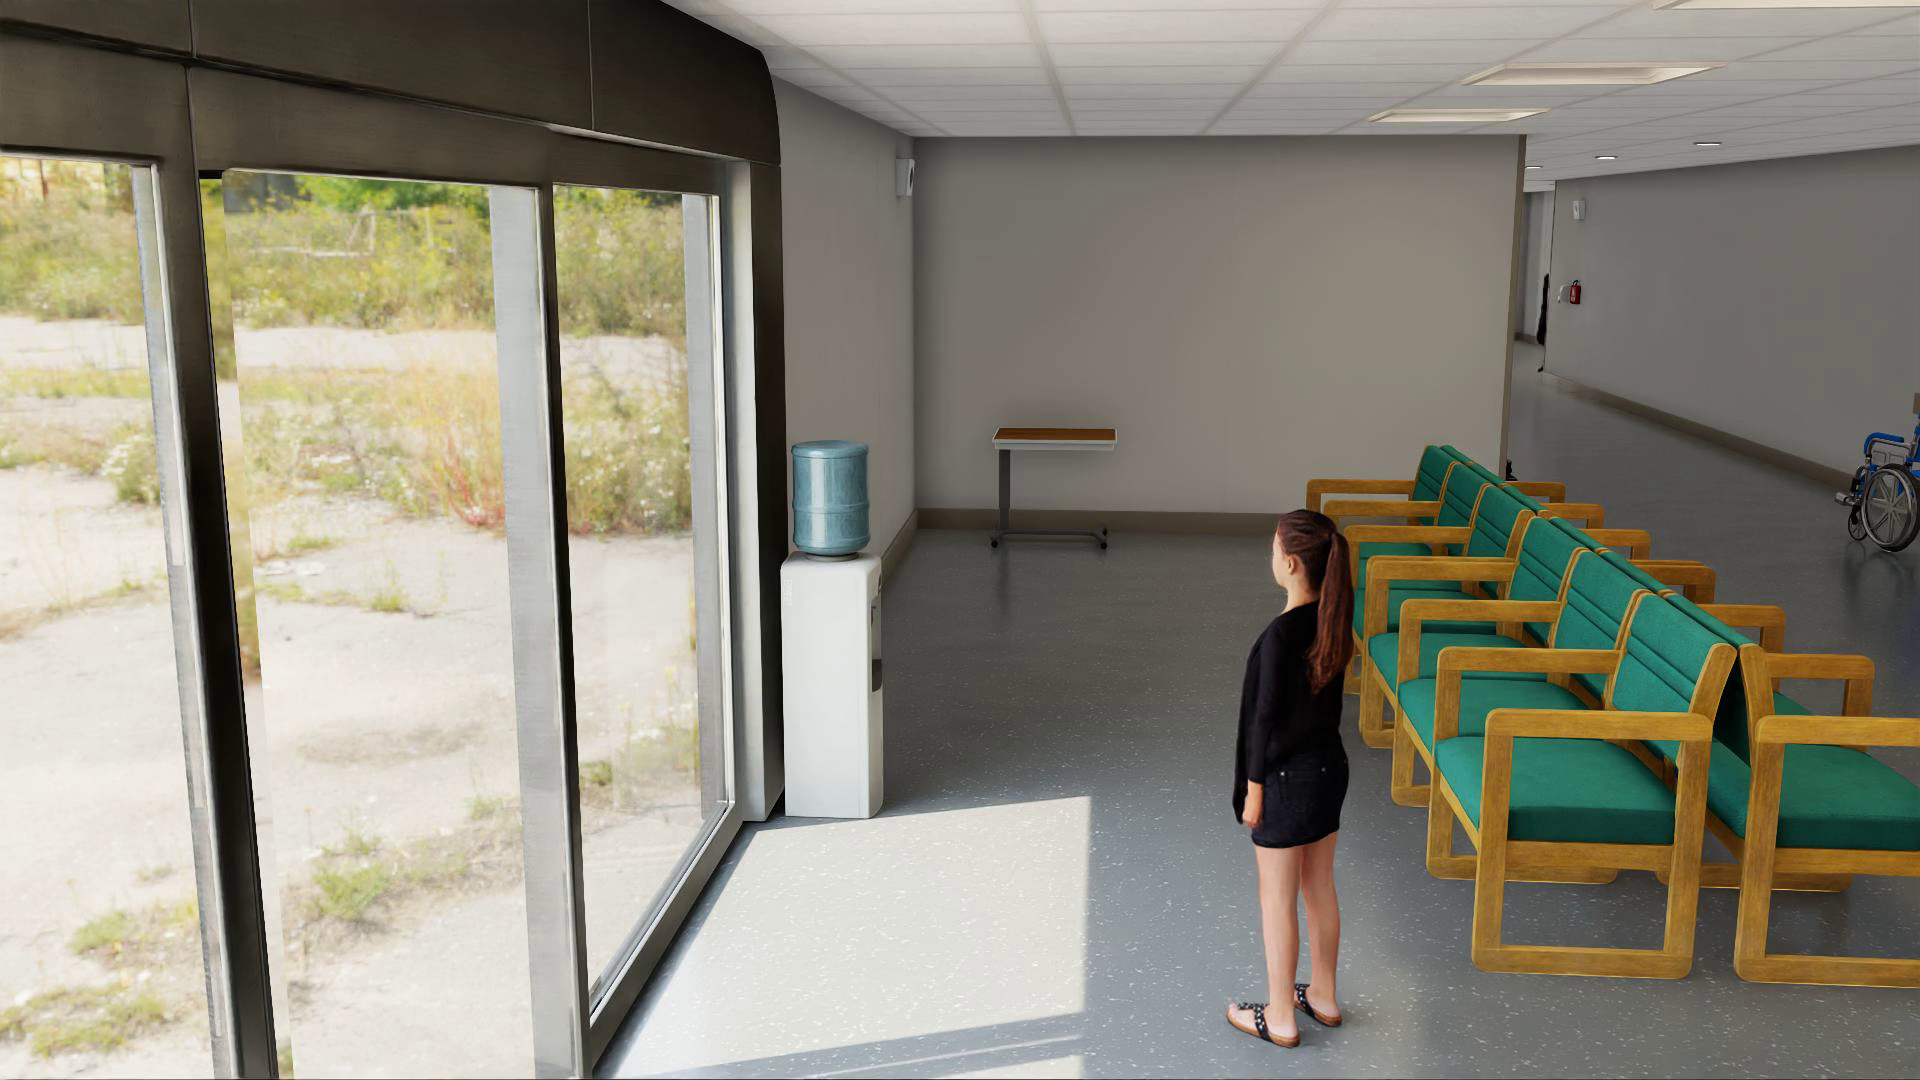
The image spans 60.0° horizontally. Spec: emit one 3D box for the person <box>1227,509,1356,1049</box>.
[{"bbox_3d":[0.985,0.676,4.824,0.635,1.555,0.693,-9,14,-40],"label":"person"}]
